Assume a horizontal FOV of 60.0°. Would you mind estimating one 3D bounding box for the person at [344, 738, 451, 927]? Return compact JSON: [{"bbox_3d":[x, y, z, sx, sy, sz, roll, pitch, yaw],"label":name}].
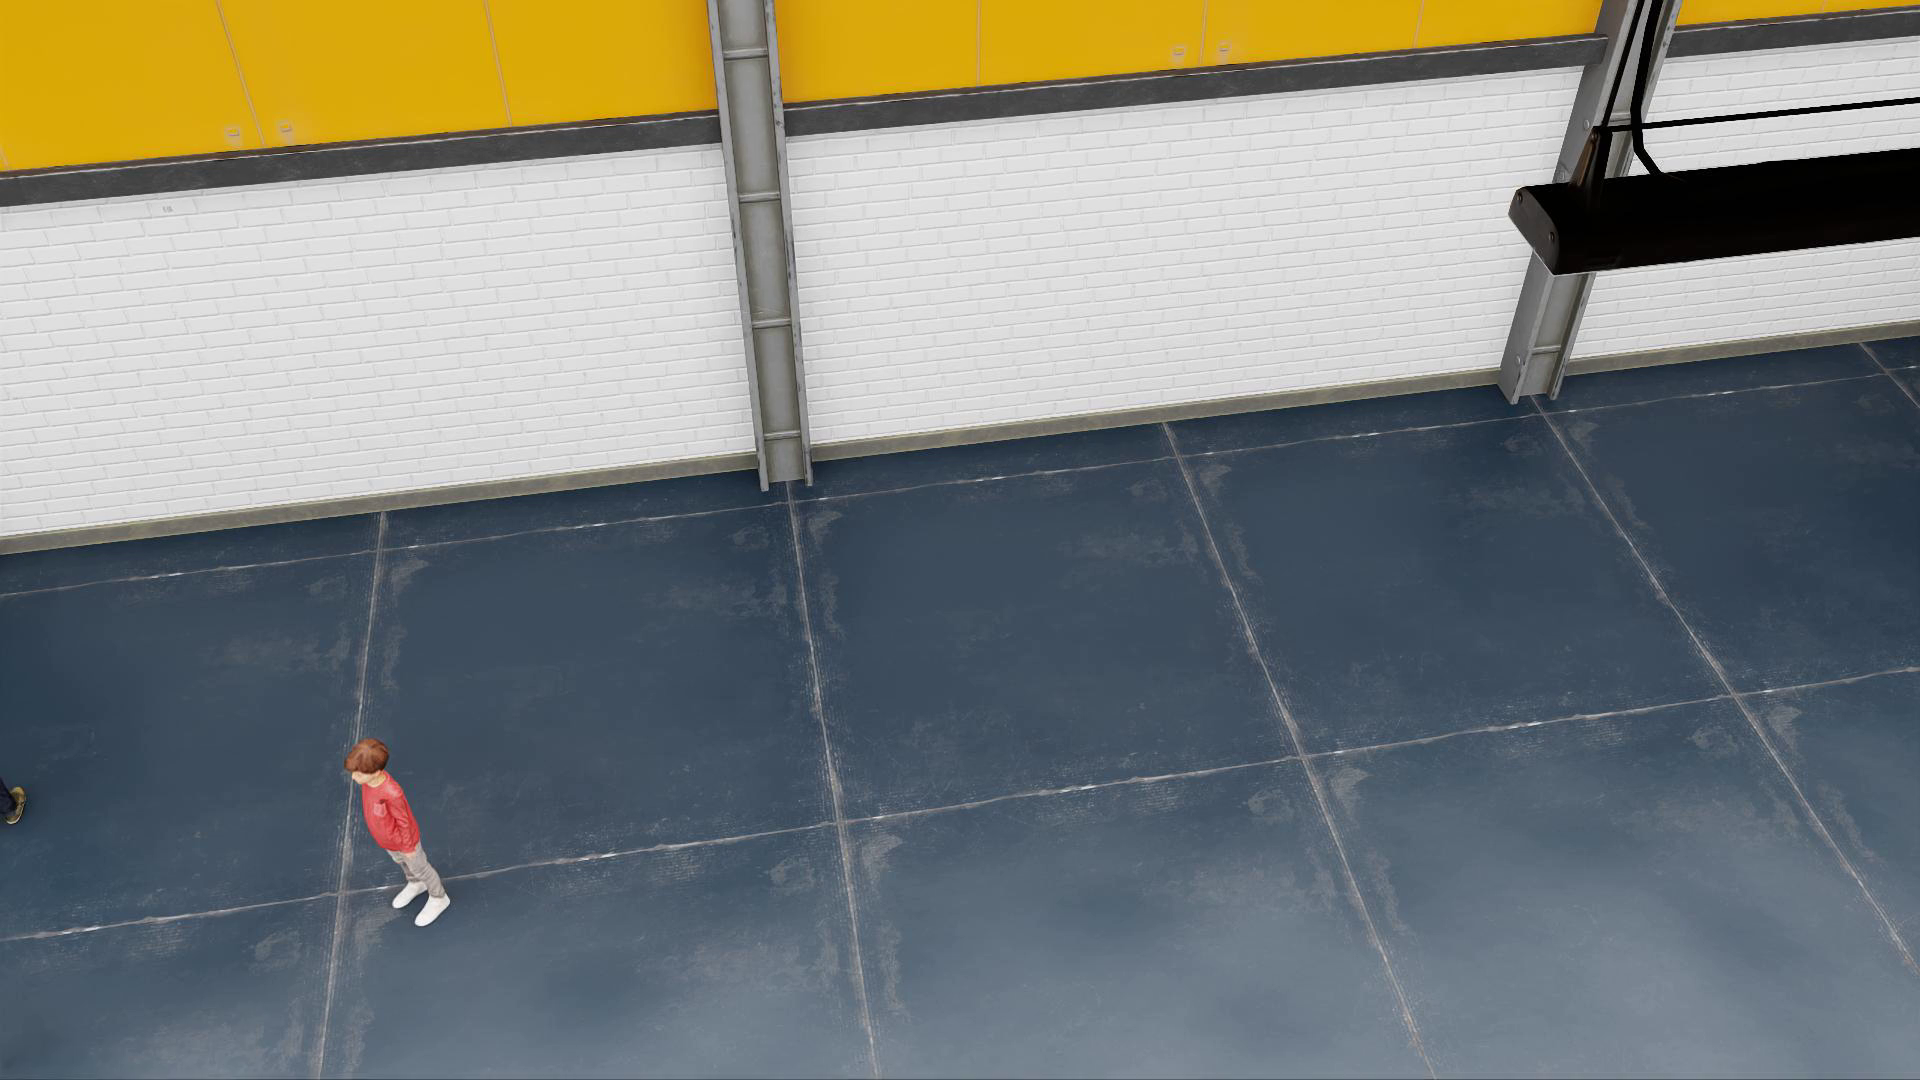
[{"bbox_3d":[-3.184,1.633,9.418,0.583,1.416,0.634,29,51,27],"label":"person"}]
